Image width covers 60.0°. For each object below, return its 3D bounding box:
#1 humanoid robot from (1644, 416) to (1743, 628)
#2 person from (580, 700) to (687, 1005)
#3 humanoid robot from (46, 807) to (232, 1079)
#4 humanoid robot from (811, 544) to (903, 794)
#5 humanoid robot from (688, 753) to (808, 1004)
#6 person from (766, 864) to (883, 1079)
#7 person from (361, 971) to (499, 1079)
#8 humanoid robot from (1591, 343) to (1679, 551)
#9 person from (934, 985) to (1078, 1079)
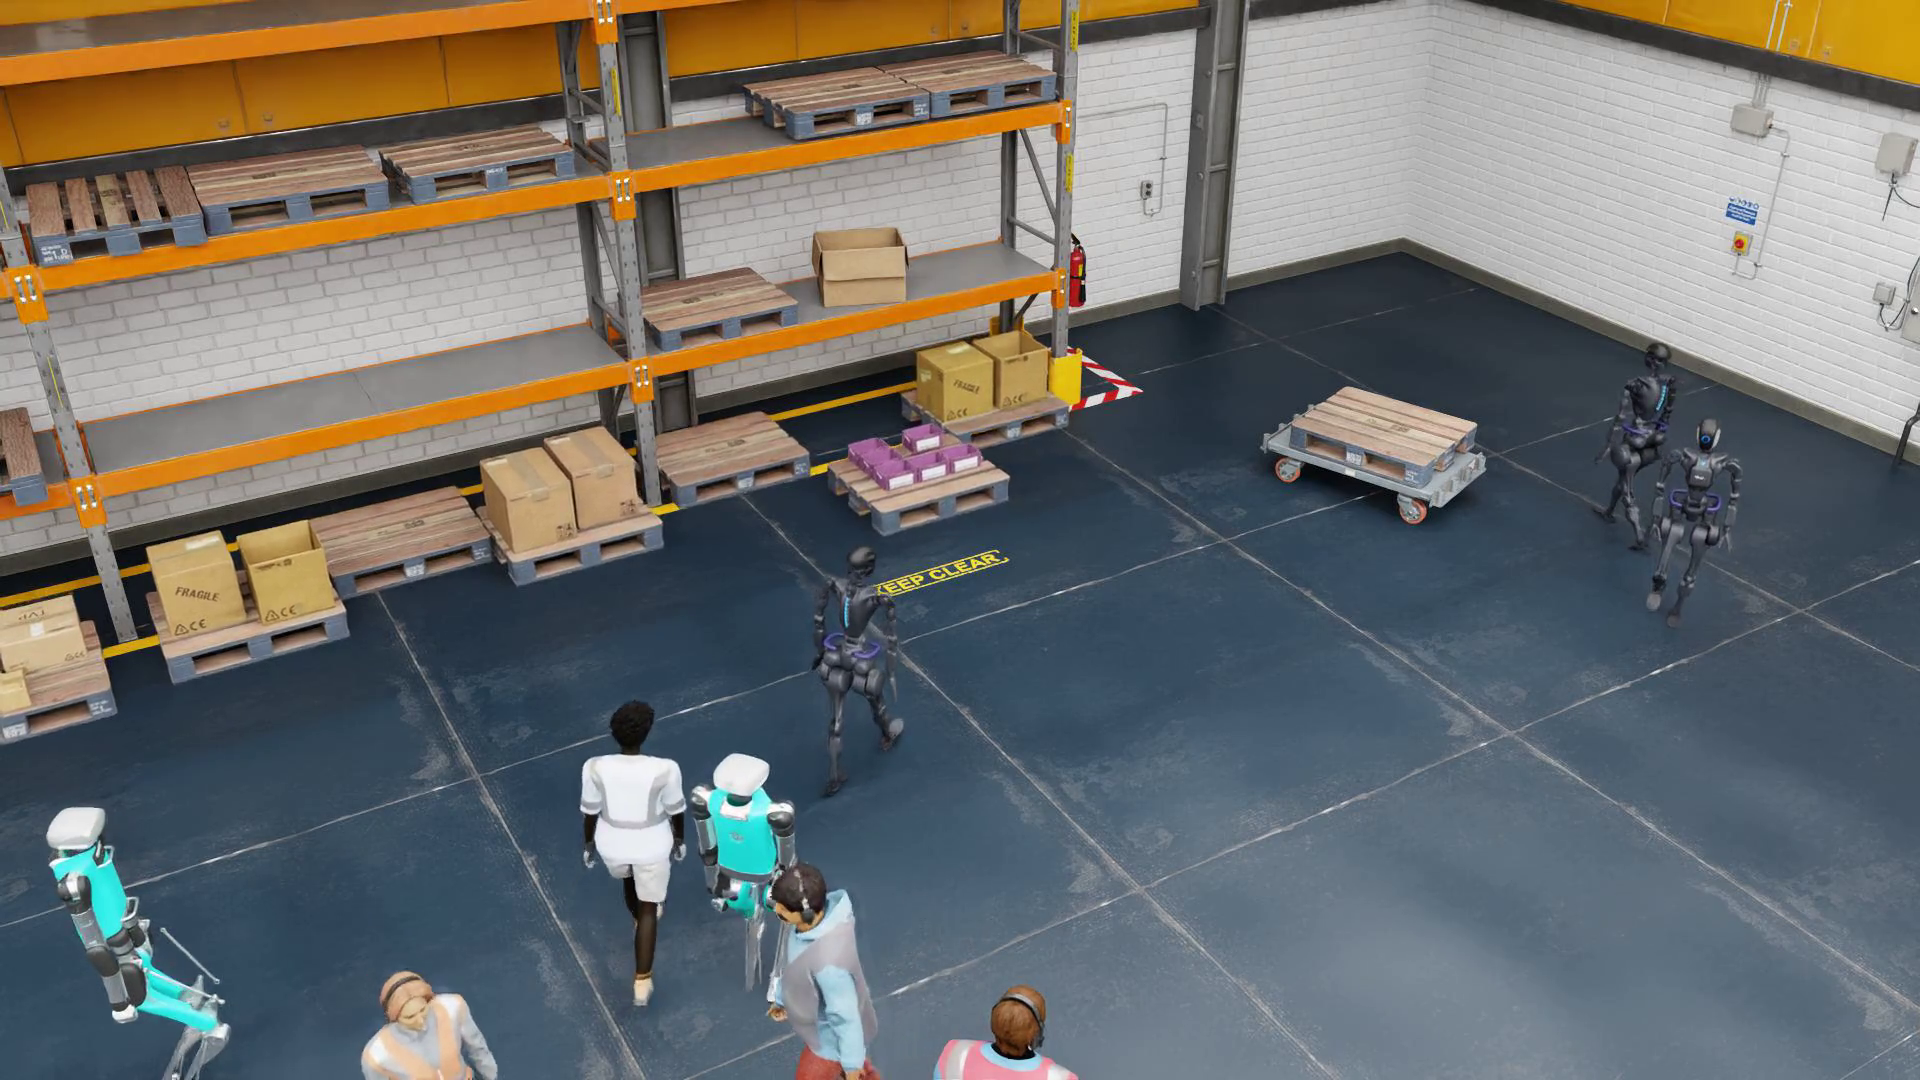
[{"bbox_3d":[5.186,-0.129,11.770,0.588,1.651,0.360,12,32,21],"label":"humanoid robot"},{"bbox_3d":[-1.701,1.618,8.706,0.546,1.649,0.800,3,30,5],"label":"person"},{"bbox_3d":[-3.787,2.013,7.933,0.669,1.810,0.554,-9,31,-16],"label":"humanoid robot"},{"bbox_3d":[-0.651,0.735,10.292,0.613,1.621,0.790,12,32,20],"label":"humanoid robot"},{"bbox_3d":[-0.981,1.730,8.495,0.543,1.838,0.781,8,30,13],"label":"humanoid robot"},{"bbox_3d":[-0.697,2.202,7.490,0.972,1.827,0.574,-8,30,-14],"label":"person"},{"bbox_3d":[-2.289,2.469,7.248,0.847,1.595,0.520,21,36,32],"label":"person"},{"bbox_3d":[5.277,-0.746,12.928,0.604,1.641,0.781,-12,32,-20],"label":"humanoid robot"},{"bbox_3d":[0.210,2.564,6.852,0.630,1.837,0.431,10,31,17],"label":"person"}]
